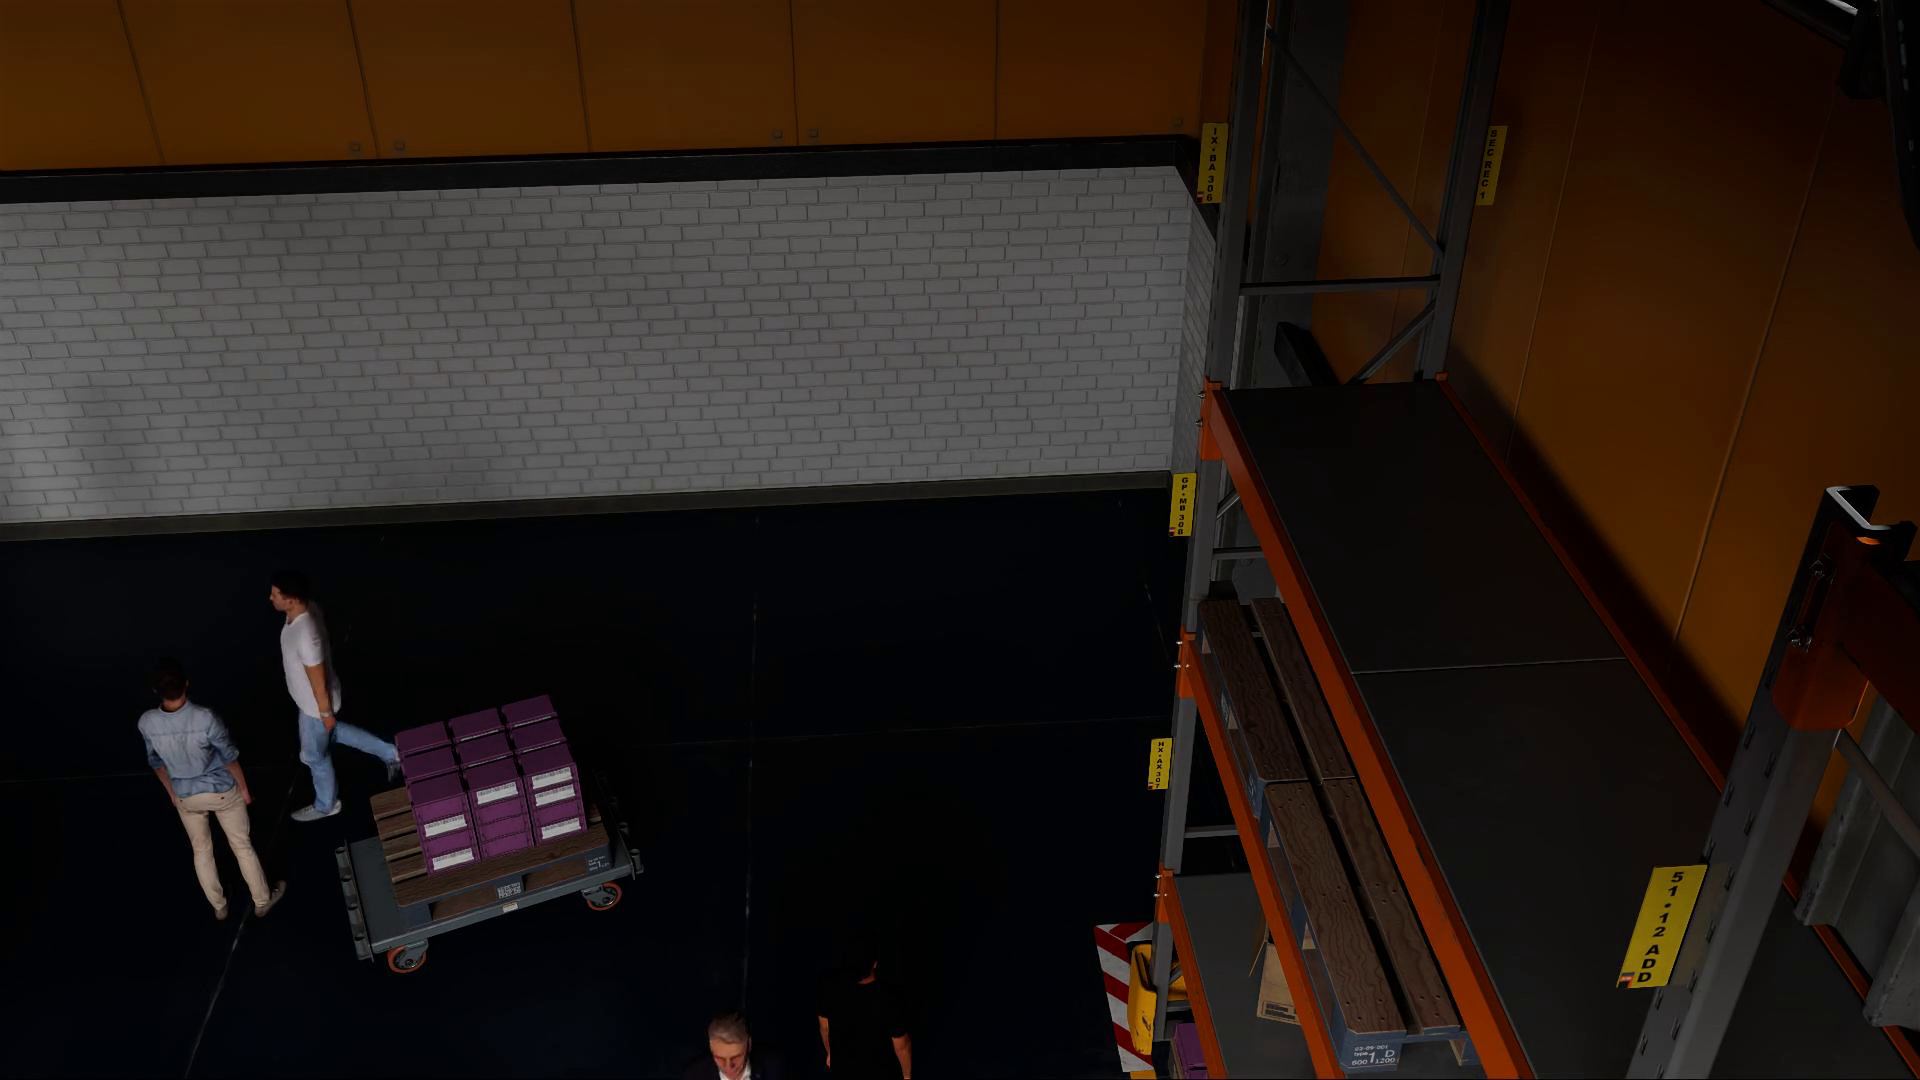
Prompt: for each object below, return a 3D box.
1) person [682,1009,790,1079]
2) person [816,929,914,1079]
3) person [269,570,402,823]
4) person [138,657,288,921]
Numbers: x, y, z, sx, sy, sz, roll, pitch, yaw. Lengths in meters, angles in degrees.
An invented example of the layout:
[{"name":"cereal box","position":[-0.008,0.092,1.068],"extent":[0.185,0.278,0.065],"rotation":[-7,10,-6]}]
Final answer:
[{"name":"person","position":[-0.992,2.717,7.647],"extent":[0.750,1.793,0.989],"rotation":[-7,34,-10]},{"name":"person","position":[-0.444,2.517,7.980],"extent":[0.715,1.759,0.719],"rotation":[12,35,17]},{"name":"person","position":[-3.891,0.937,10.277],"extent":[0.838,1.848,0.977],"rotation":[-9,35,-13]},{"name":"person","position":[-4.322,1.436,9.526],"extent":[0.646,1.848,0.547],"rotation":[-2,34,-3]}]
